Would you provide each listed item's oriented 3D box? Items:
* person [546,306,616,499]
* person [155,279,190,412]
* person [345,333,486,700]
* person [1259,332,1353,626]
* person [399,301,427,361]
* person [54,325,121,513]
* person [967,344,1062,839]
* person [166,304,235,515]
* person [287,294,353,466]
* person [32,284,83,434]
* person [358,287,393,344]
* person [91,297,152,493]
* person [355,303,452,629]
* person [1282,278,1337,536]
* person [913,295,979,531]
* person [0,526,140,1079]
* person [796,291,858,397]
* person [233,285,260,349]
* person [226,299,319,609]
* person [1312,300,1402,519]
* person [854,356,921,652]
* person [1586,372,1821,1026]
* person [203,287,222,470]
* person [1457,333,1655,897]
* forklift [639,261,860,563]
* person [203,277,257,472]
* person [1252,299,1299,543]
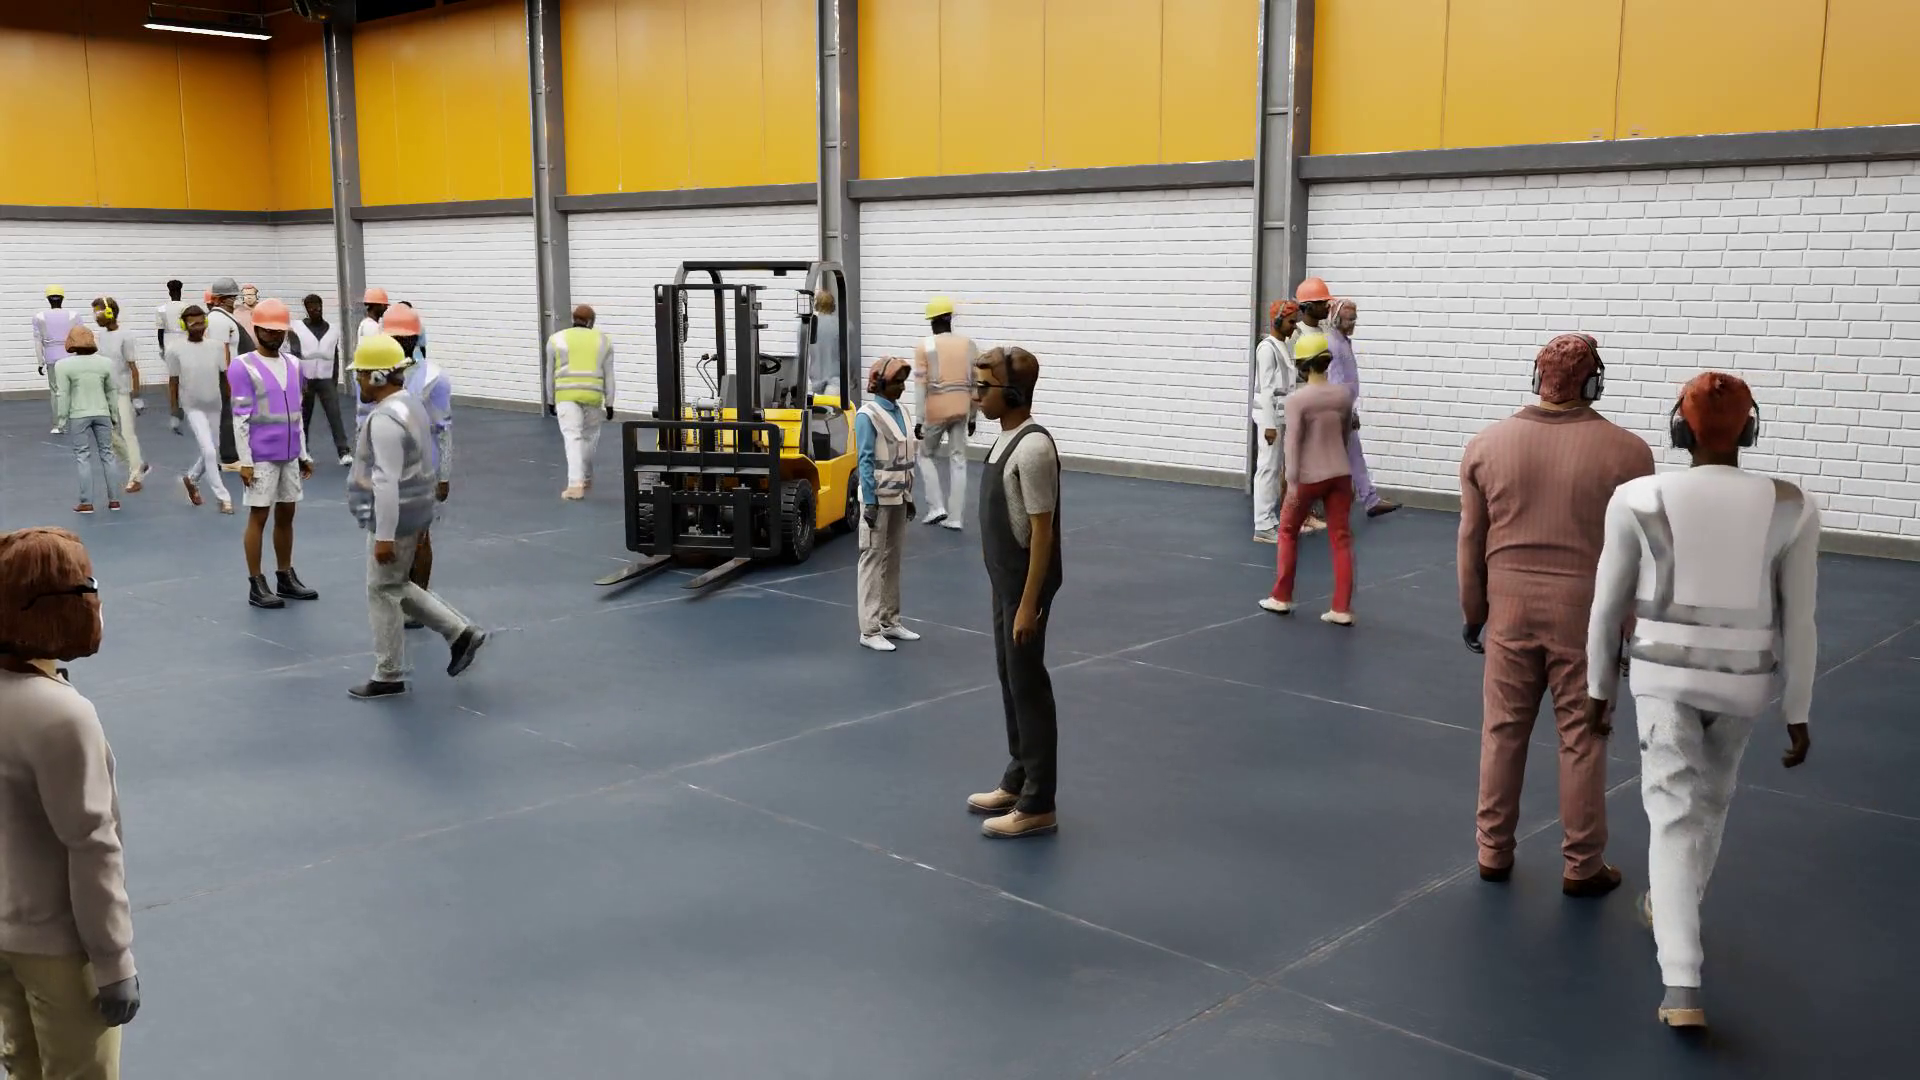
[{"bbox_3d":[-3.566,-1.301,15.591,0.631,1.763,1.021,-4,10,-22],"label":"person"},{"bbox_3d":[-11.557,-2.871,24.643,0.607,1.967,0.367,-4,10,-21],"label":"person"},{"bbox_3d":[-2.730,-0.109,8.179,0.563,1.817,0.598,-1,9,-7],"label":"person"},{"bbox_3d":[2.111,-0.371,10.025,0.549,1.737,0.759,-4,10,-23],"label":"person"},{"bbox_3d":[-7.301,-2.304,21.989,0.533,1.697,0.319,-8,12,-40],"label":"person"},{"bbox_3d":[-7.595,-1.050,14.497,0.267,1.632,0.507,8,12,41],"label":"person"},{"bbox_3d":[0.212,0.193,6.234,0.326,1.842,0.517,-2,9,-9],"label":"person"},{"bbox_3d":[-6.624,-1.149,14.530,0.575,1.826,0.848,-9,13,-44],"label":"person"},{"bbox_3d":[-6.954,-1.725,17.994,0.572,1.853,1.005,-8,12,-42],"label":"person"},{"bbox_3d":[-11.552,-2.317,21.377,0.586,1.924,0.370,-5,11,-30],"label":"person"},{"bbox_3d":[-6.171,-1.704,17.626,0.515,1.918,0.566,-4,10,-23],"label":"person"},{"bbox_3d":[-7.999,-1.384,15.887,0.638,1.854,0.431,6,11,33],"label":"person"},{"bbox_3d":[-3.298,-0.448,9.914,0.578,1.922,0.599,-1,9,-5],"label":"person"},{"bbox_3d":[2.792,-1.059,13.283,0.362,2.046,0.614,8,12,39],"label":"person"},{"bbox_3d":[-0.135,-1.029,13.538,0.621,1.898,0.553,-5,10,-27],"label":"person"},{"bbox_3d":[-1.766,0.782,3.263,0.509,1.632,0.267,7,12,38],"label":"person"},{"bbox_3d":[-1.428,-1.758,18.100,0.633,1.882,0.993,1,9,8],"label":"person"},{"bbox_3d":[-9.671,-2.537,22.782,0.652,1.906,0.402,-4,10,-24],"label":"person"},{"bbox_3d":[-4.314,-0.547,10.494,0.376,1.934,0.547,4,10,24],"label":"person"},{"bbox_3d":[3.259,-1.076,14.008,0.956,1.852,0.631,5,10,27],"label":"person"},{"bbox_3d":[-0.416,-0.210,9.330,0.308,1.639,0.510,4,10,25],"label":"person"},{"bbox_3d":[2.140,0.429,4.827,0.603,1.835,1.022,2,10,14],"label":"person"},{"bbox_3d":[-7.819,-1.707,17.589,0.370,1.939,0.543,7,12,37],"label":"person"},{"bbox_3d":[2.029,0.254,5.664,0.651,1.907,0.409,6,11,34],"label":"person"},{"bbox_3d":[-1.552,-1.040,12.721,1.214,2.155,2.313,2,9,11],"label":"forklift"},{"bbox_3d":[-7.666,-1.748,17.528,0.536,2.000,0.684,-4,10,-22],"label":"person"},{"bbox_3d":[2.460,-0.924,12.952,0.356,1.887,0.572,4,10,21],"label":"person"}]
